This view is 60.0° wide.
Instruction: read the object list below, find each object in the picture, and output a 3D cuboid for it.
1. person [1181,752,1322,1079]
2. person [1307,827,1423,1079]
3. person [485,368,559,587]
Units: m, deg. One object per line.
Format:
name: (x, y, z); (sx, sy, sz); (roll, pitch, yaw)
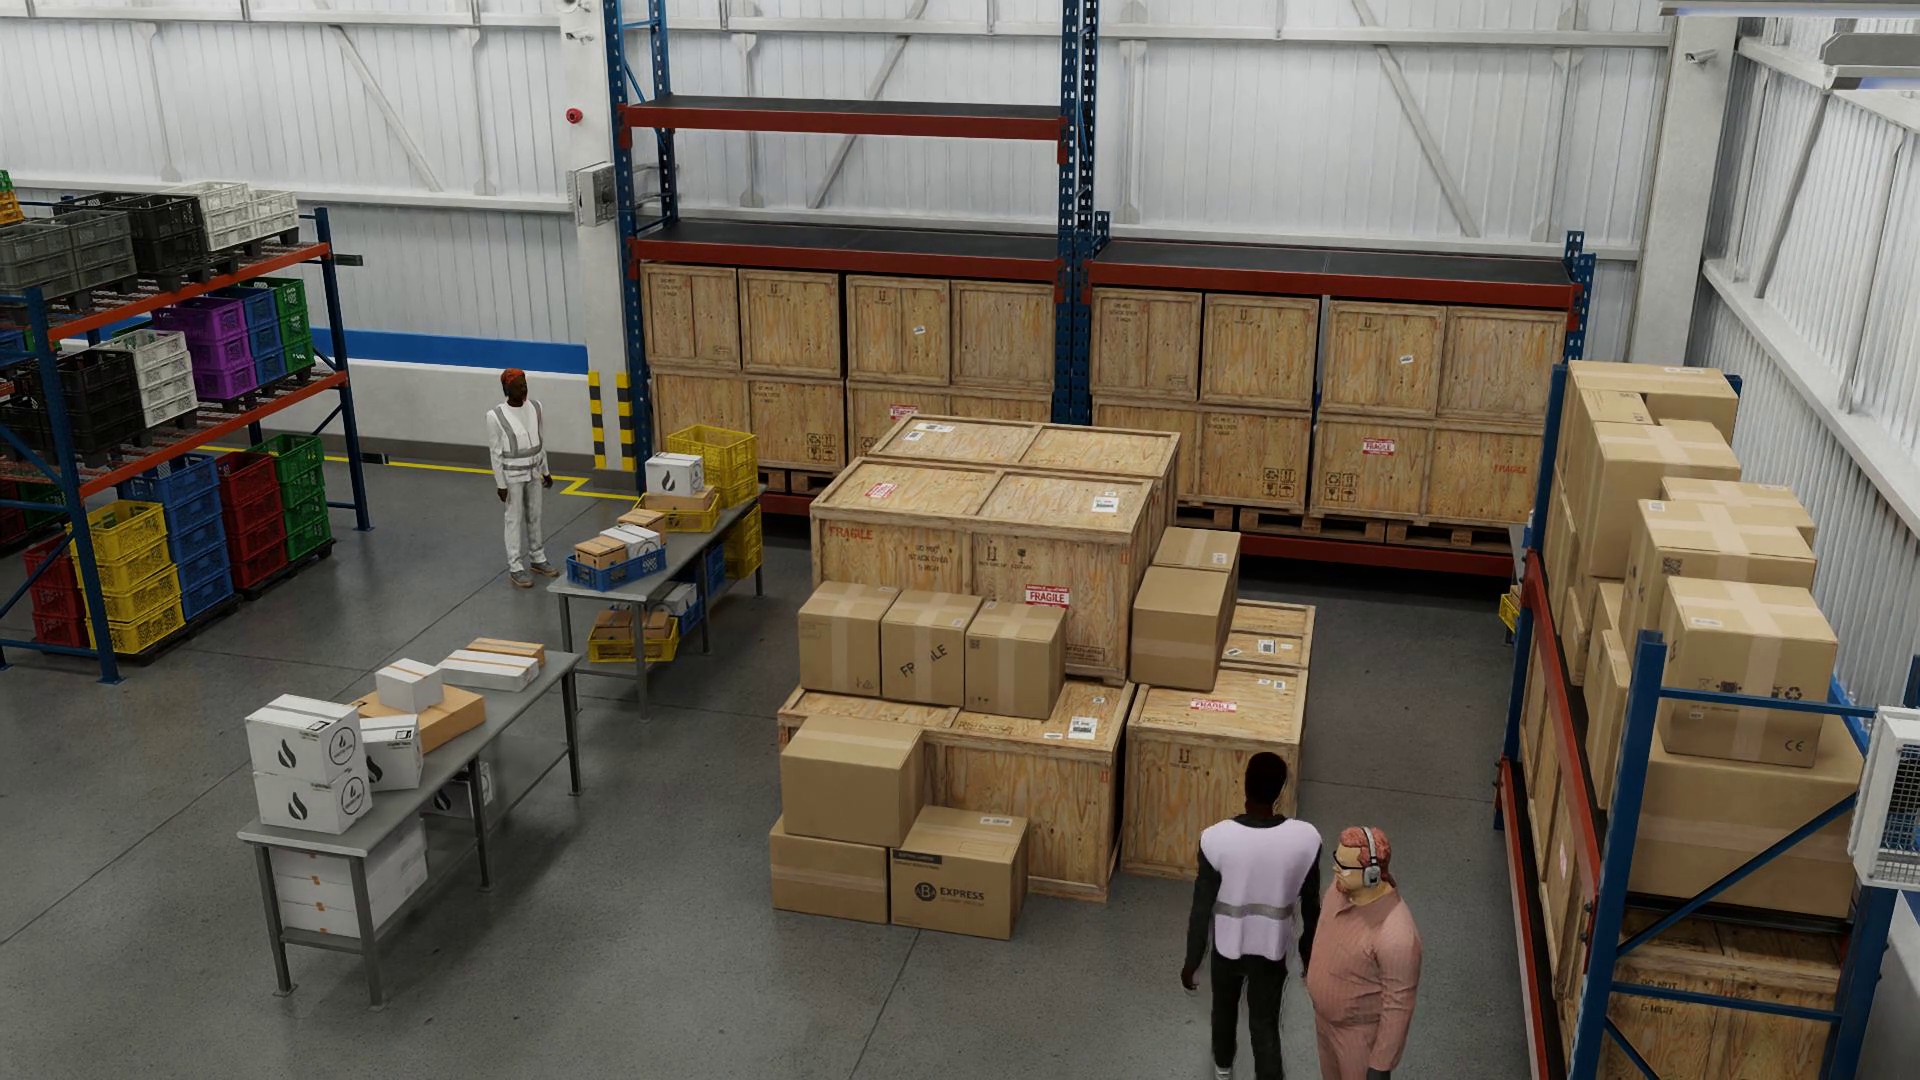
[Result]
person: (1.373, 1.914, 7.811); (0.656, 1.863, 0.970); (0, 21, 1)
person: (1.696, 2.096, 7.250); (0.402, 1.906, 0.651); (-5, 21, -12)
person: (-3.731, -0.548, 14.197); (0.355, 1.885, 0.576); (14, 25, 32)
